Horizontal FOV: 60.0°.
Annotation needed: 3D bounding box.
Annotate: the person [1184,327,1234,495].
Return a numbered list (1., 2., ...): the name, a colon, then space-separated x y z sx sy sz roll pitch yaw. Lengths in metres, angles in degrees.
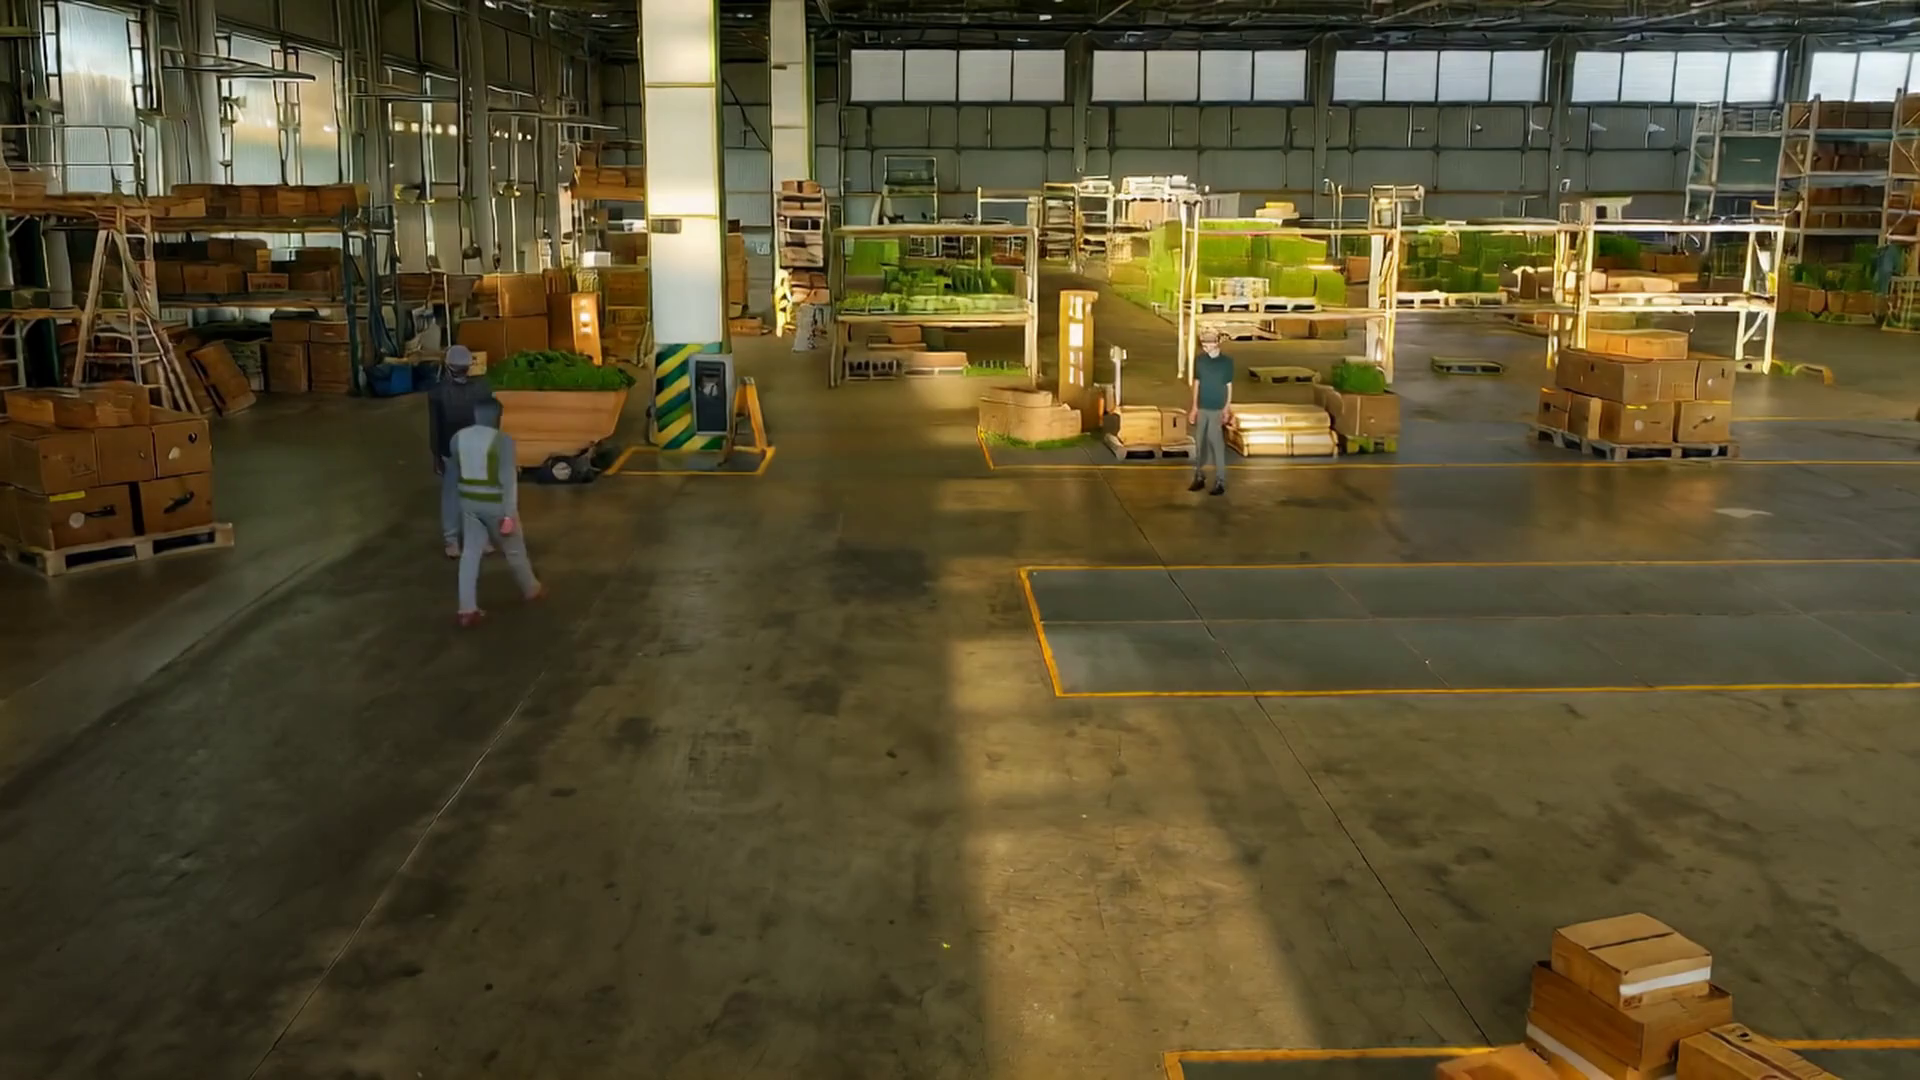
1. person: 2.787 -1.431 18.481 0.521 1.873 0.334 10 16 39

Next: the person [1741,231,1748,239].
1. person: 28.038 -10.338 59.343 0.876 1.592 0.536 -2 13 -7

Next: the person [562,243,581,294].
1. person: -9.373 -6.266 40.366 0.513 1.845 0.335 -4 13 -18

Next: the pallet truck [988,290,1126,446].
1. pallet truck: 1.257 -2.299 22.111 1.885 1.965 0.823 -9 15 -35

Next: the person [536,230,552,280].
1. person: -13.770 -9.428 55.122 0.515 1.636 0.314 0 12 1

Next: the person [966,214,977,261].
1. person: 0.445 -12.175 66.981 0.378 1.889 0.701 -2 13 -11

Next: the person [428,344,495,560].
1. person: -4.613 -0.825 15.458 0.611 1.996 0.378 -9 15 -35

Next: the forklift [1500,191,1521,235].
1. forklift: 20.783 -11.780 62.906 1.873 2.768 1.129 0 12 -2

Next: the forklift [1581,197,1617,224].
1. forklift: 18.750 -8.718 49.083 1.129 2.768 1.873 -1 13 -3

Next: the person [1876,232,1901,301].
1. person: 25.772 -7.573 46.144 0.405 1.903 0.636 3 13 12

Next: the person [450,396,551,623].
1. person: -3.754 -0.276 13.441 0.624 1.791 0.954 4 13 19

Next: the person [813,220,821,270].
1. person: -5.110 -10.375 58.874 0.617 1.883 1.077 -5 13 -20

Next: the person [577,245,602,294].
1. person: -8.934 -6.130 39.769 0.638 1.841 0.858 3 13 12

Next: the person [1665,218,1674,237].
1. person: 25.262 -10.516 59.342 0.366 1.938 0.630 11 17 42

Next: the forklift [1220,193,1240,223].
1. forklift: 9.149 -10.376 56.567 1.873 2.768 1.129 8 15 31

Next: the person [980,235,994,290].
1. person: 0.794 -8.400 49.790 0.371 1.941 0.627 7 14 29

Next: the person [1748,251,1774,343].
1. person: 16.904 -5.098 34.933 0.395 1.917 0.590 1 13 6
